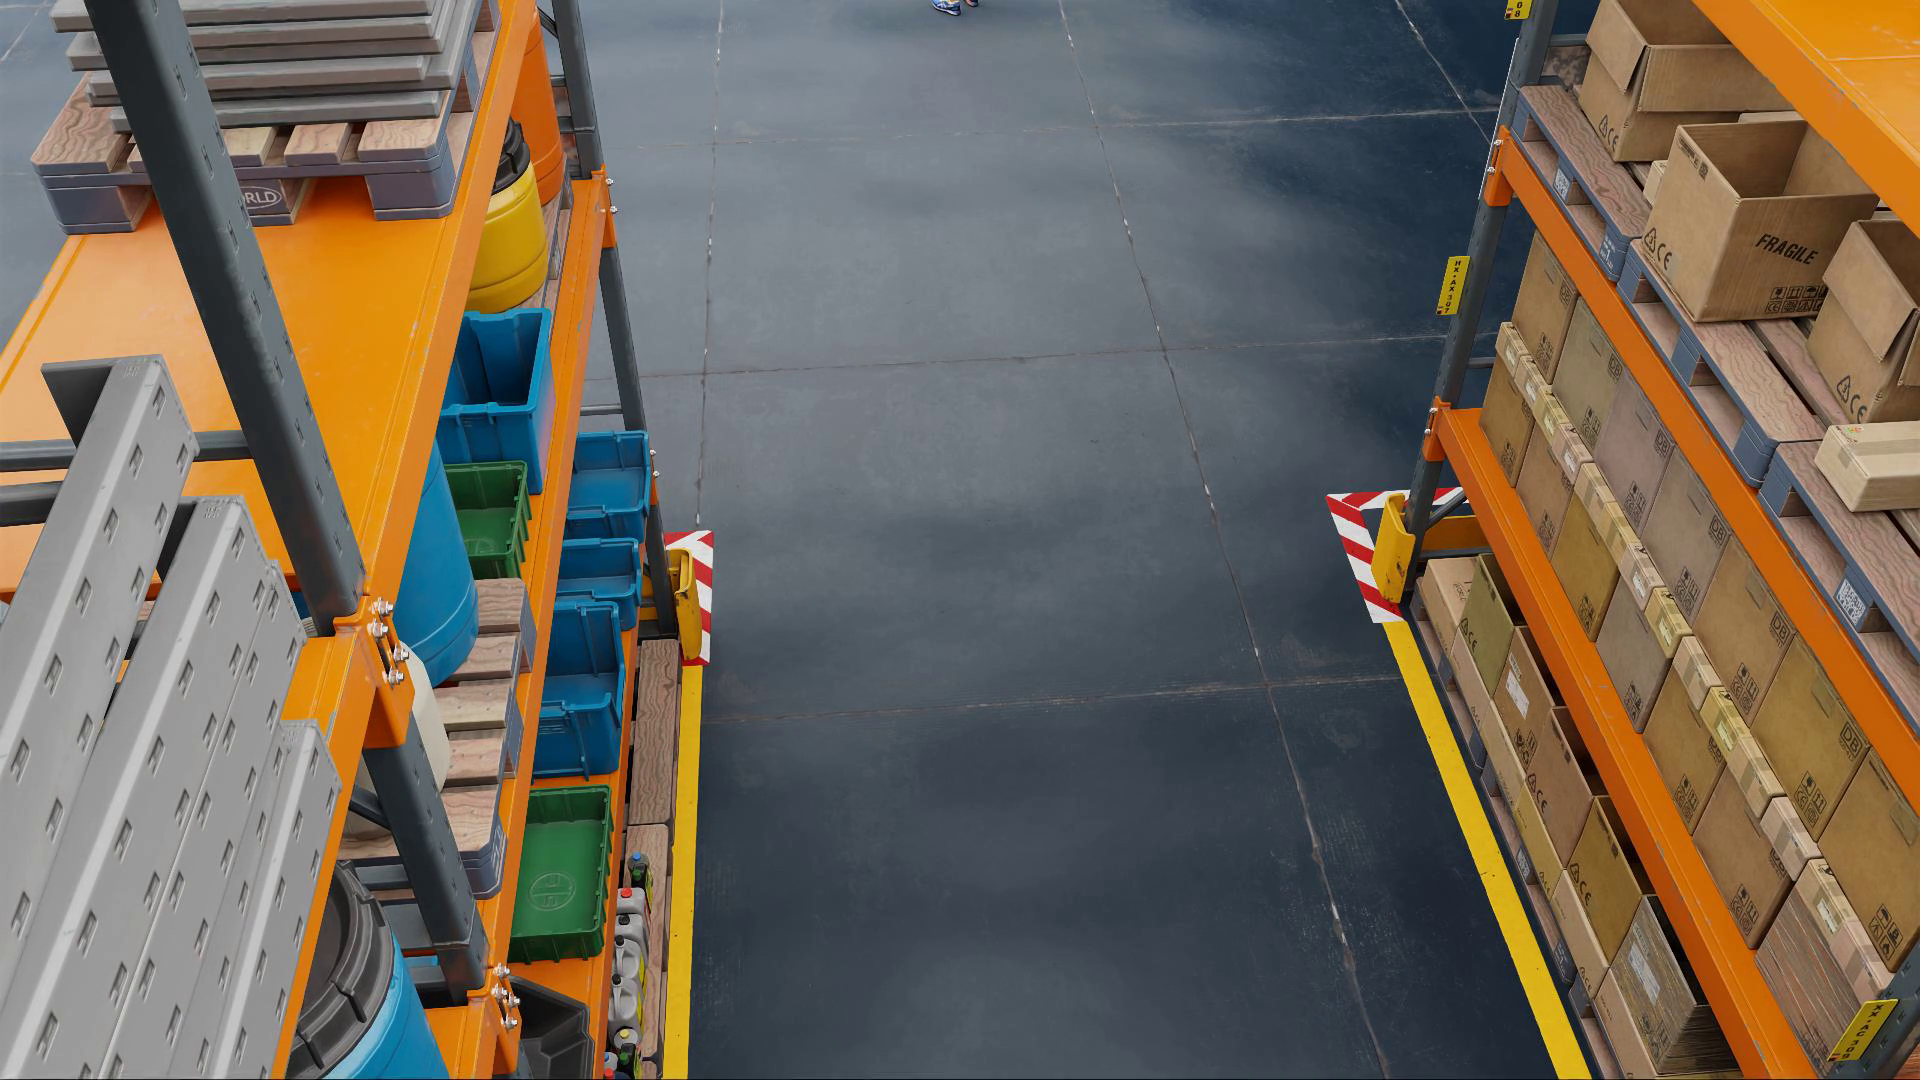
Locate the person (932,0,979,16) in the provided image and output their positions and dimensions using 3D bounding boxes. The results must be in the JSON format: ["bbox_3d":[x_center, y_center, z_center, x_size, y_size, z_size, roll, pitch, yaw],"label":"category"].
[{"bbox_3d":[-0.020,-5.416,14.099,0.707,1.868,0.743,-30,50,-29],"label":"person"}]
